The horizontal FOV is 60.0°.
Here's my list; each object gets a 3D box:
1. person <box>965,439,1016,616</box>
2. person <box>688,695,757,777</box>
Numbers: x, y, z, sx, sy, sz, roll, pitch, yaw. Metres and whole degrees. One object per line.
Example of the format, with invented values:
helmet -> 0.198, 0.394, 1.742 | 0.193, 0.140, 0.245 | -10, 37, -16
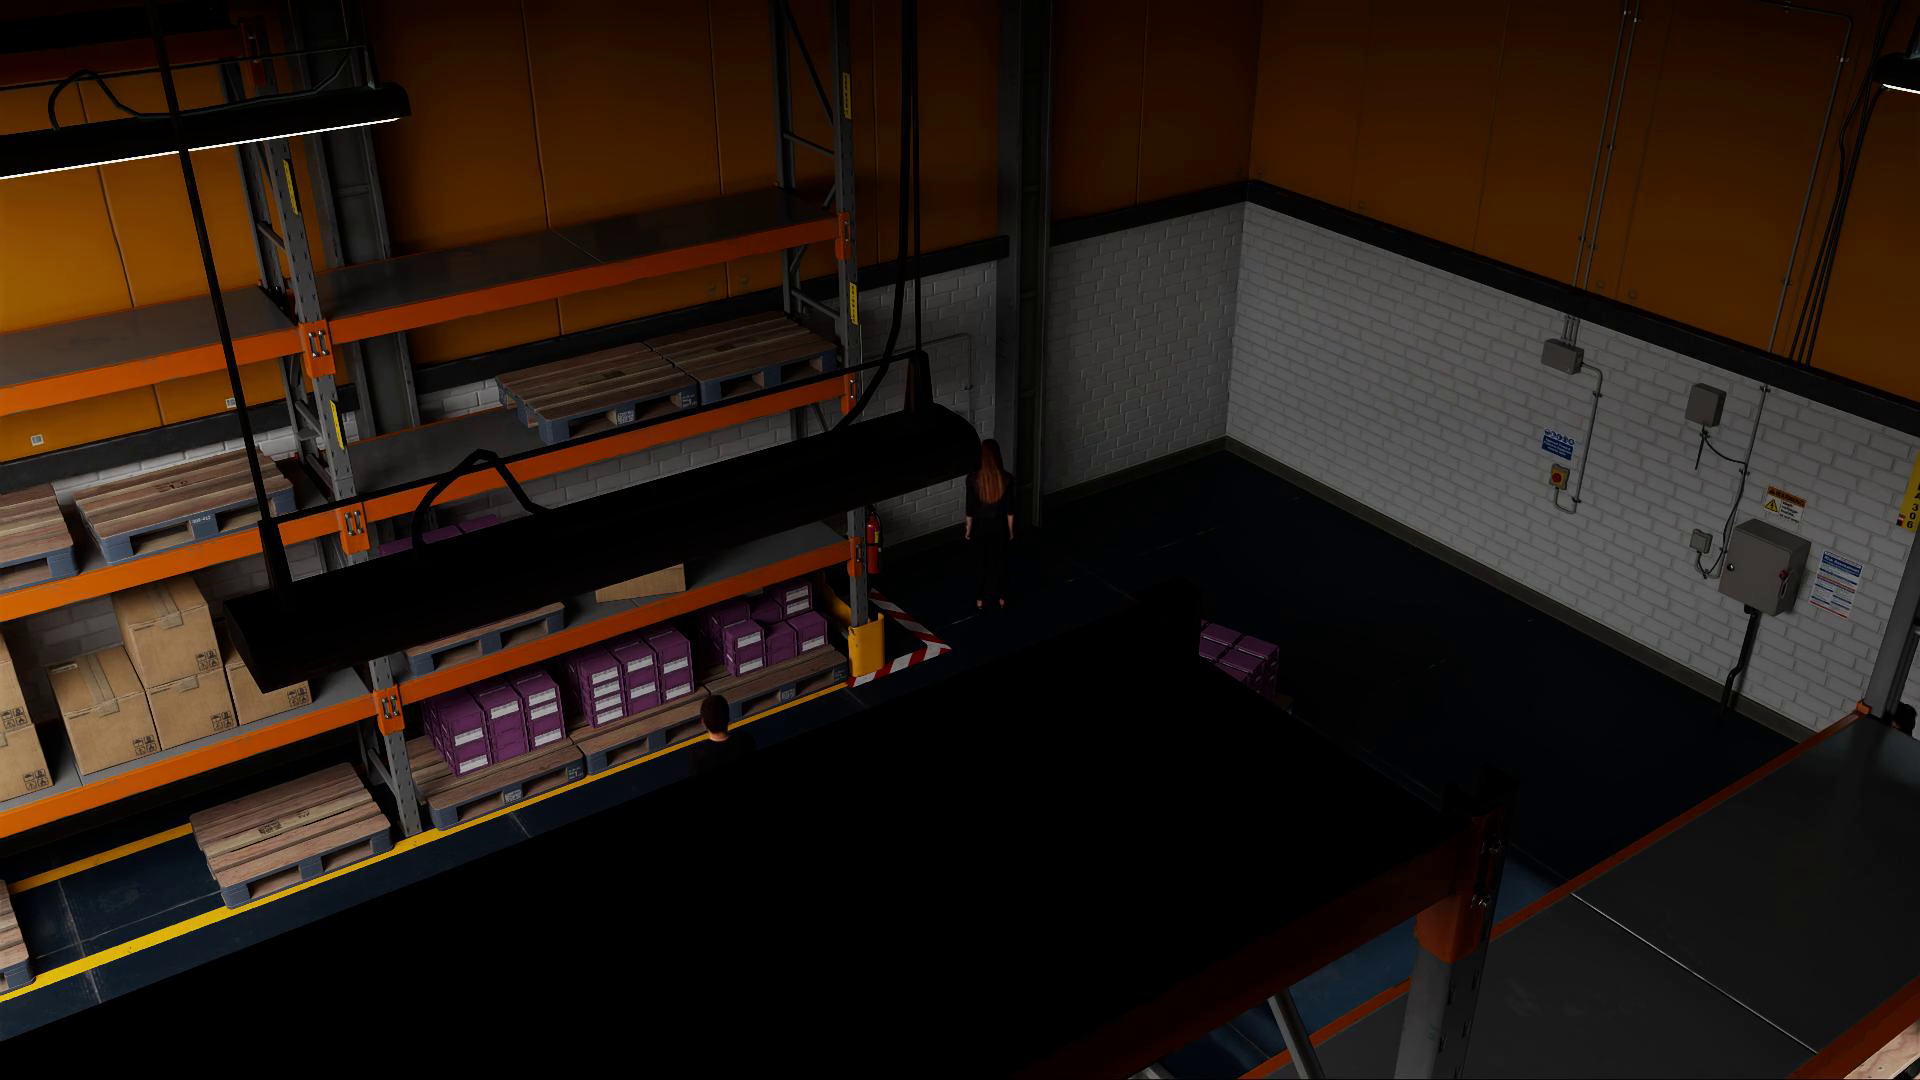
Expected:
person -> 0.268, -0.104, 15.041 | 0.645, 1.707, 0.742 | 0, 29, -1
person -> -1.578, 1.862, 11.276 | 0.539, 1.861, 0.744 | -16, 33, -27
